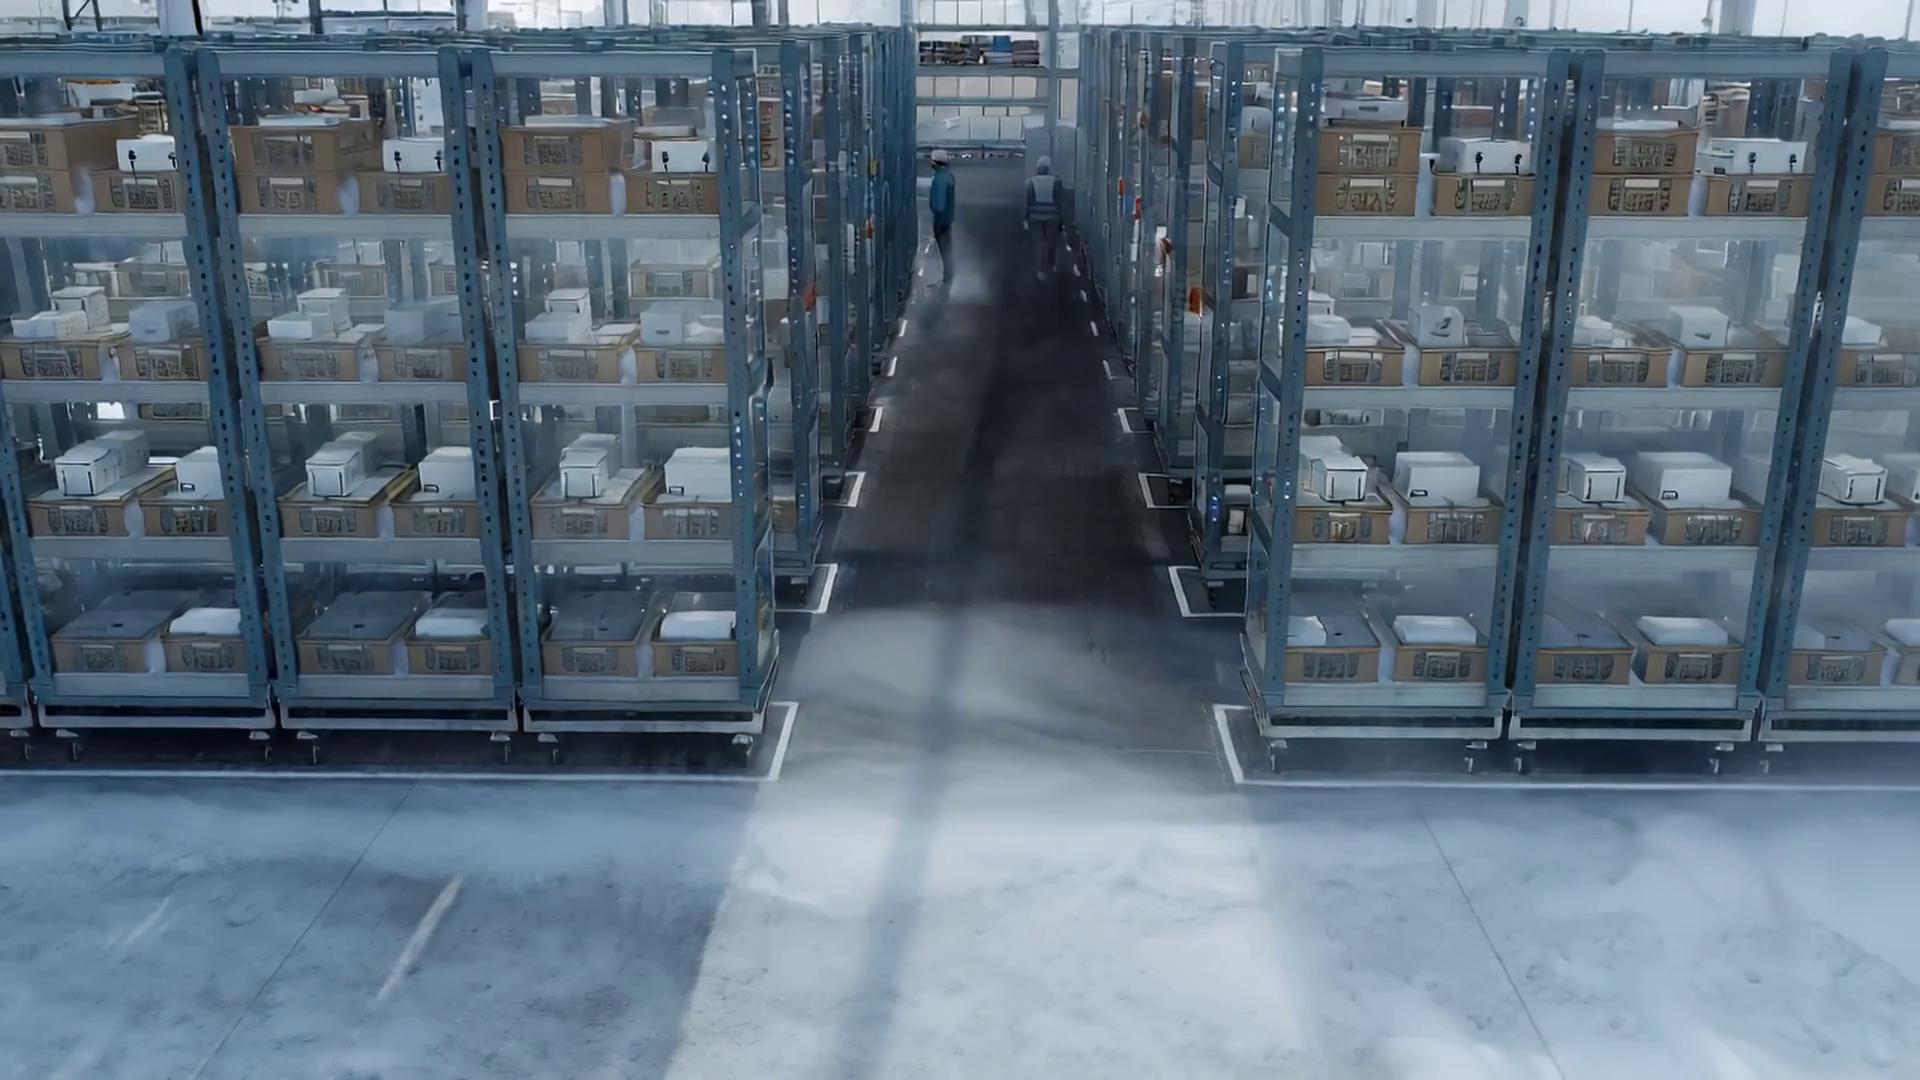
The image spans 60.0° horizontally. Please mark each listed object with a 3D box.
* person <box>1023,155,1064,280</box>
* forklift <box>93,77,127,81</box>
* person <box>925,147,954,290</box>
[{"bbox_3d":[1.257,-4.824,24.798,0.621,1.785,0.898,2,18,8],"label":"person"},{"bbox_3d":[-24.420,-12.666,48.004,1.129,2.768,1.873,0,17,1],"label":"forklift"},{"bbox_3d":[-0.276,-4.554,23.607,0.380,1.995,0.611,-4,18,-14],"label":"person"}]
